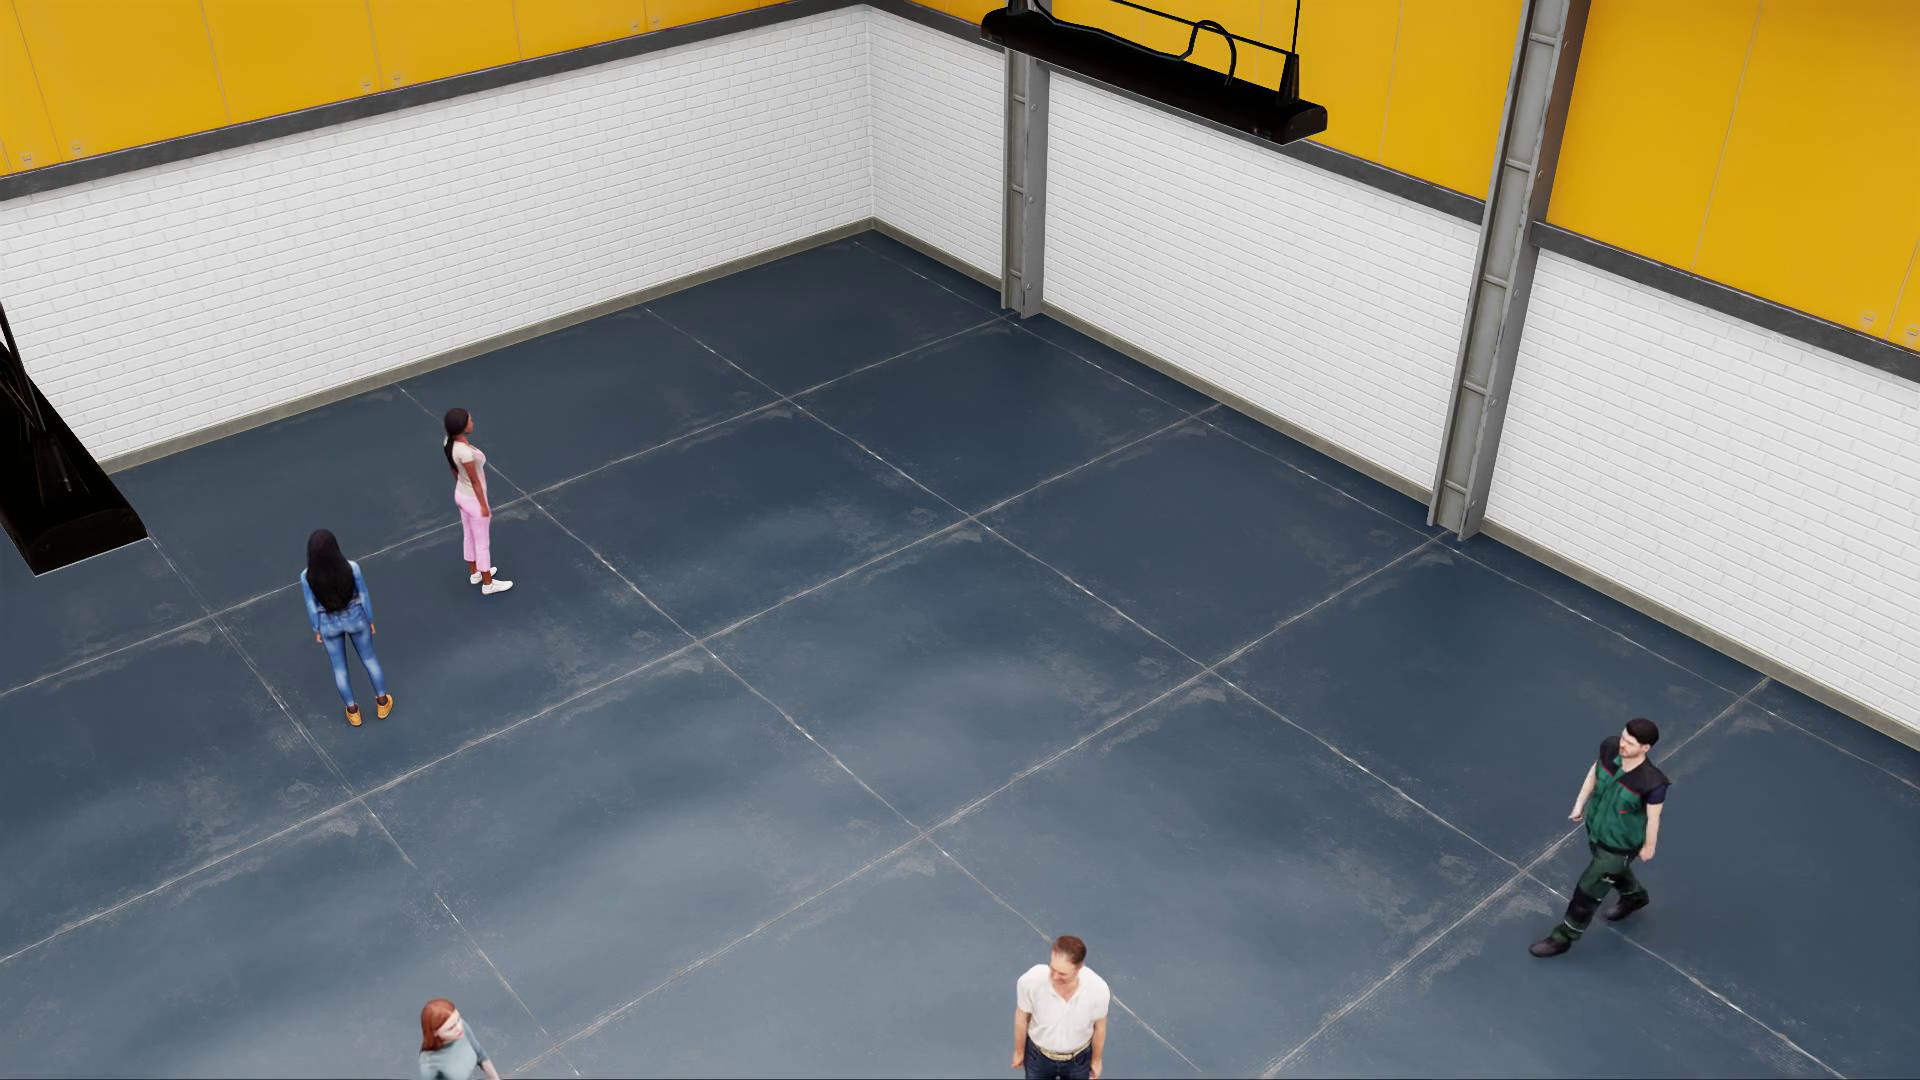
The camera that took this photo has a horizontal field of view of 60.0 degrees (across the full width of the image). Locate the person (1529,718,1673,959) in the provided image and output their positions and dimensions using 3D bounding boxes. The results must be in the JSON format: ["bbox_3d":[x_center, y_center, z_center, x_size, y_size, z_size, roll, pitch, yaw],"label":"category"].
[{"bbox_3d":[4.283,1.873,10.705,1.021,1.858,1.256,-11,35,-17],"label":"person"}]

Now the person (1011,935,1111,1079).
[{"bbox_3d":[0.561,2.829,9.273,0.722,1.850,0.815,8,34,11],"label":"person"}]

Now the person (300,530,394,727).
[{"bbox_3d":[-4.682,0.667,12.650,0.660,1.714,0.627,-12,35,-17],"label":"person"}]

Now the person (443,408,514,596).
[{"bbox_3d":[-4.158,-0.341,14.139,0.628,1.744,0.434,-24,41,-32],"label":"person"}]

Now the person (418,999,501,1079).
[{"bbox_3d":[-2.786,3.098,9.017,1.196,1.687,1.058,7,34,10],"label":"person"}]
